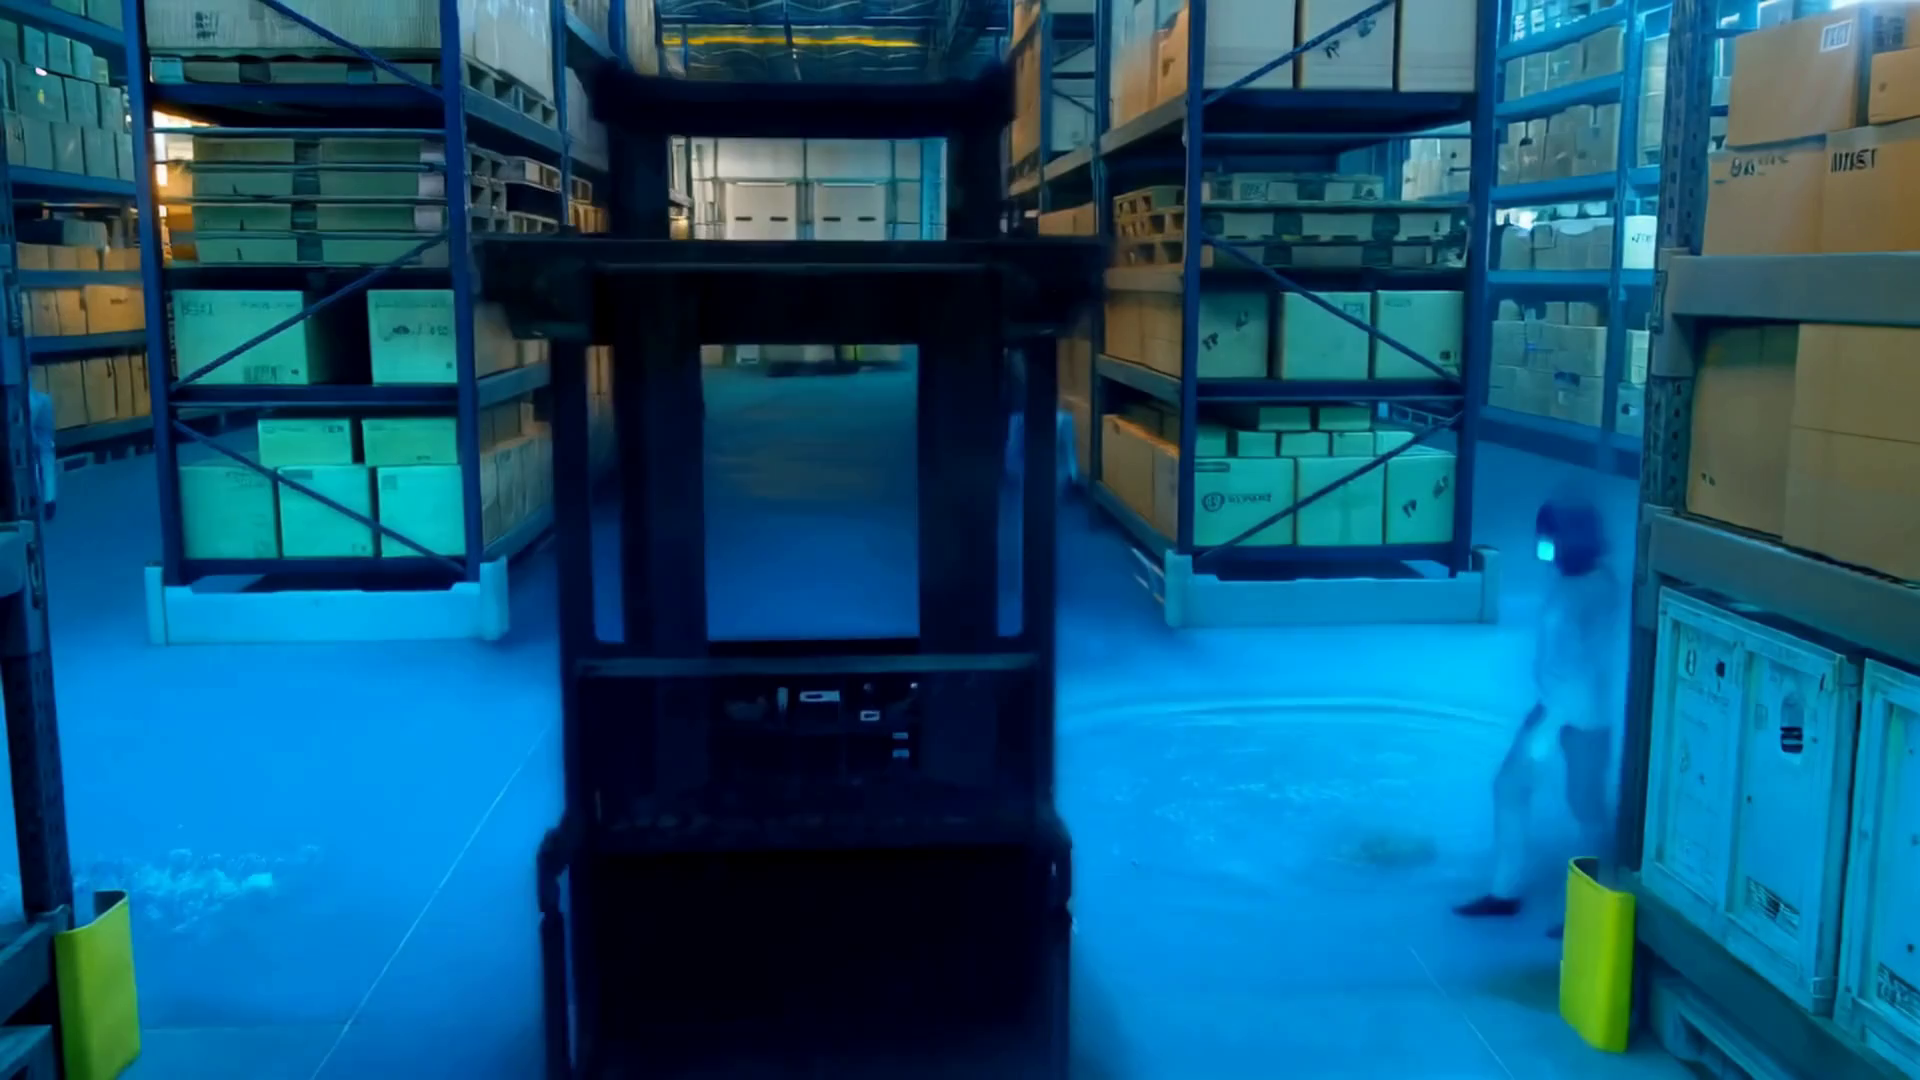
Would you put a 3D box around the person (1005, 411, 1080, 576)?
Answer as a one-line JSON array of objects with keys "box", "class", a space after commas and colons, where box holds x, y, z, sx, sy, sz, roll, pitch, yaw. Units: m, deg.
[{"box": [0.603, -0.408, 12.401, 0.548, 1.596, 0.846, -1, 9, -4], "class": "person"}]

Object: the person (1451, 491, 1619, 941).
[{"box": [2.040, 0.633, 5.824, 0.649, 1.606, 0.502, -1, 9, -6], "class": "person"}]

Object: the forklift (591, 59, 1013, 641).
[{"box": [-0.355, 0.286, 4.036, 1.129, 2.768, 1.873, -1, 9, -4], "class": "forklift"}]

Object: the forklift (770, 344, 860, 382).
[{"box": [-3.260, -4.951, 36.915, 1.129, 2.768, 1.873, 6, 11, 35], "class": "forklift"}]

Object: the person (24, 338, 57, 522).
[{"box": [-6.150, -0.330, 10.742, 0.634, 1.989, 1.010, -3, 10, -19], "class": "person"}]
